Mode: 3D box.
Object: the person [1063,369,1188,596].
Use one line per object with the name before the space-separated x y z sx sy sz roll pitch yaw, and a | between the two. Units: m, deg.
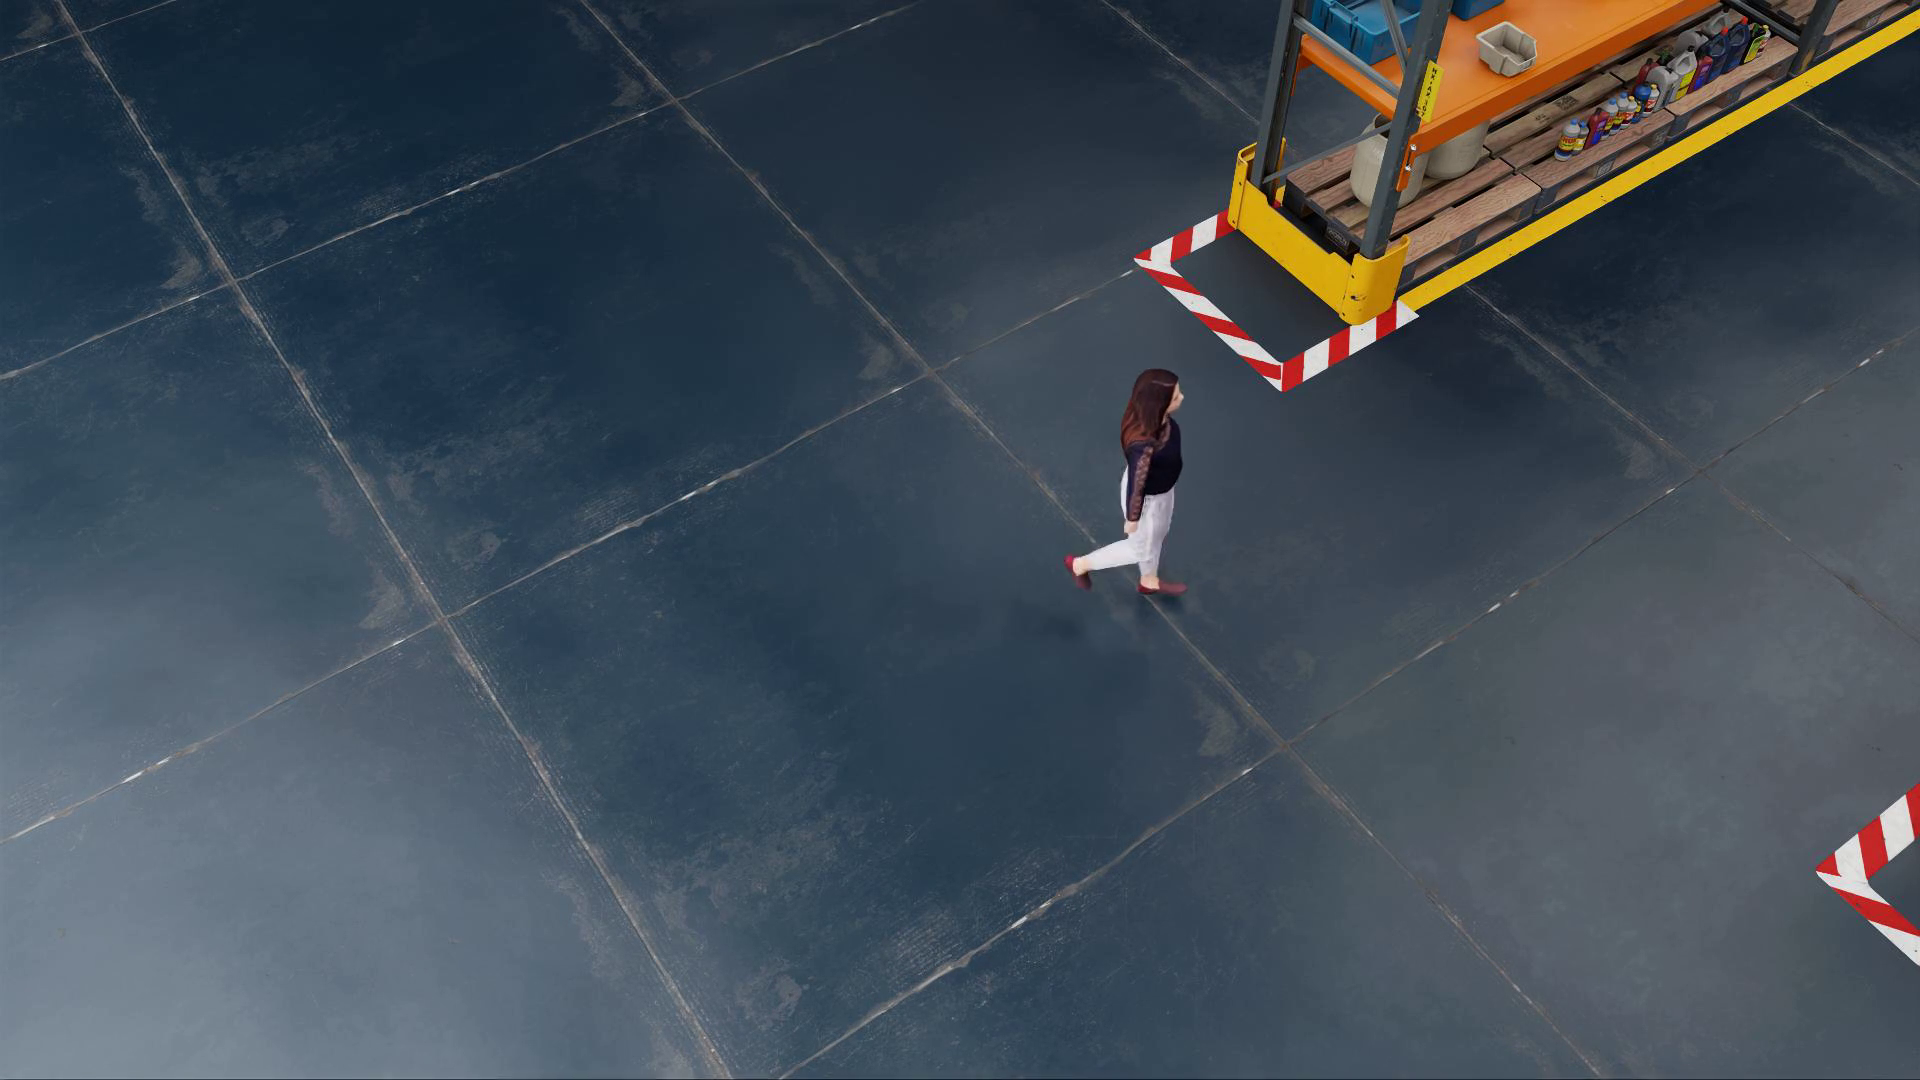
person | 0.835 -0.226 7.896 0.973 1.593 0.900 6 52 4
